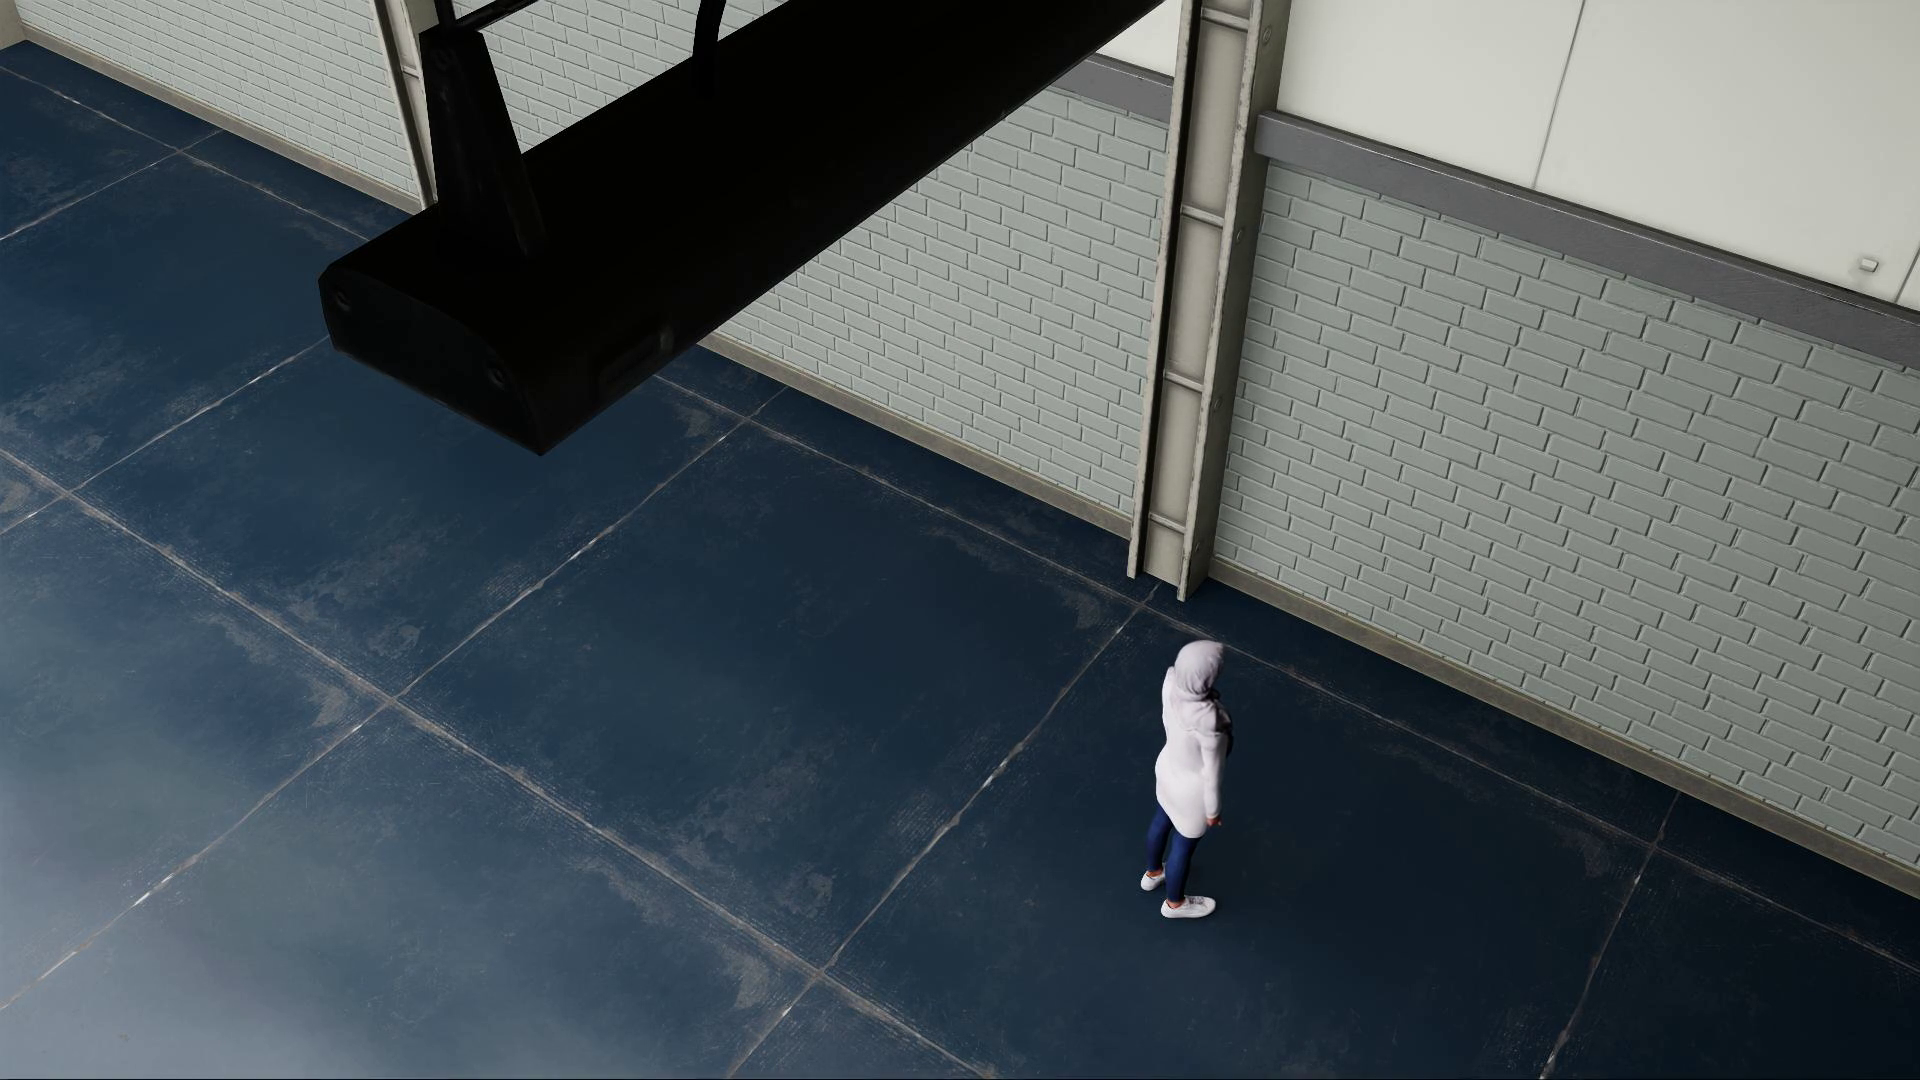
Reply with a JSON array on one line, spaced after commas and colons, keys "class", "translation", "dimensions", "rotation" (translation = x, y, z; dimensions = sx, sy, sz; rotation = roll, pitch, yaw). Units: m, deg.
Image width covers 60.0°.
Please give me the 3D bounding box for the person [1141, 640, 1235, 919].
[{"class": "person", "translation": [1.030, 1.098, 7.601], "dimensions": [0.751, 1.776, 0.648], "rotation": [-15, 45, -15]}]
